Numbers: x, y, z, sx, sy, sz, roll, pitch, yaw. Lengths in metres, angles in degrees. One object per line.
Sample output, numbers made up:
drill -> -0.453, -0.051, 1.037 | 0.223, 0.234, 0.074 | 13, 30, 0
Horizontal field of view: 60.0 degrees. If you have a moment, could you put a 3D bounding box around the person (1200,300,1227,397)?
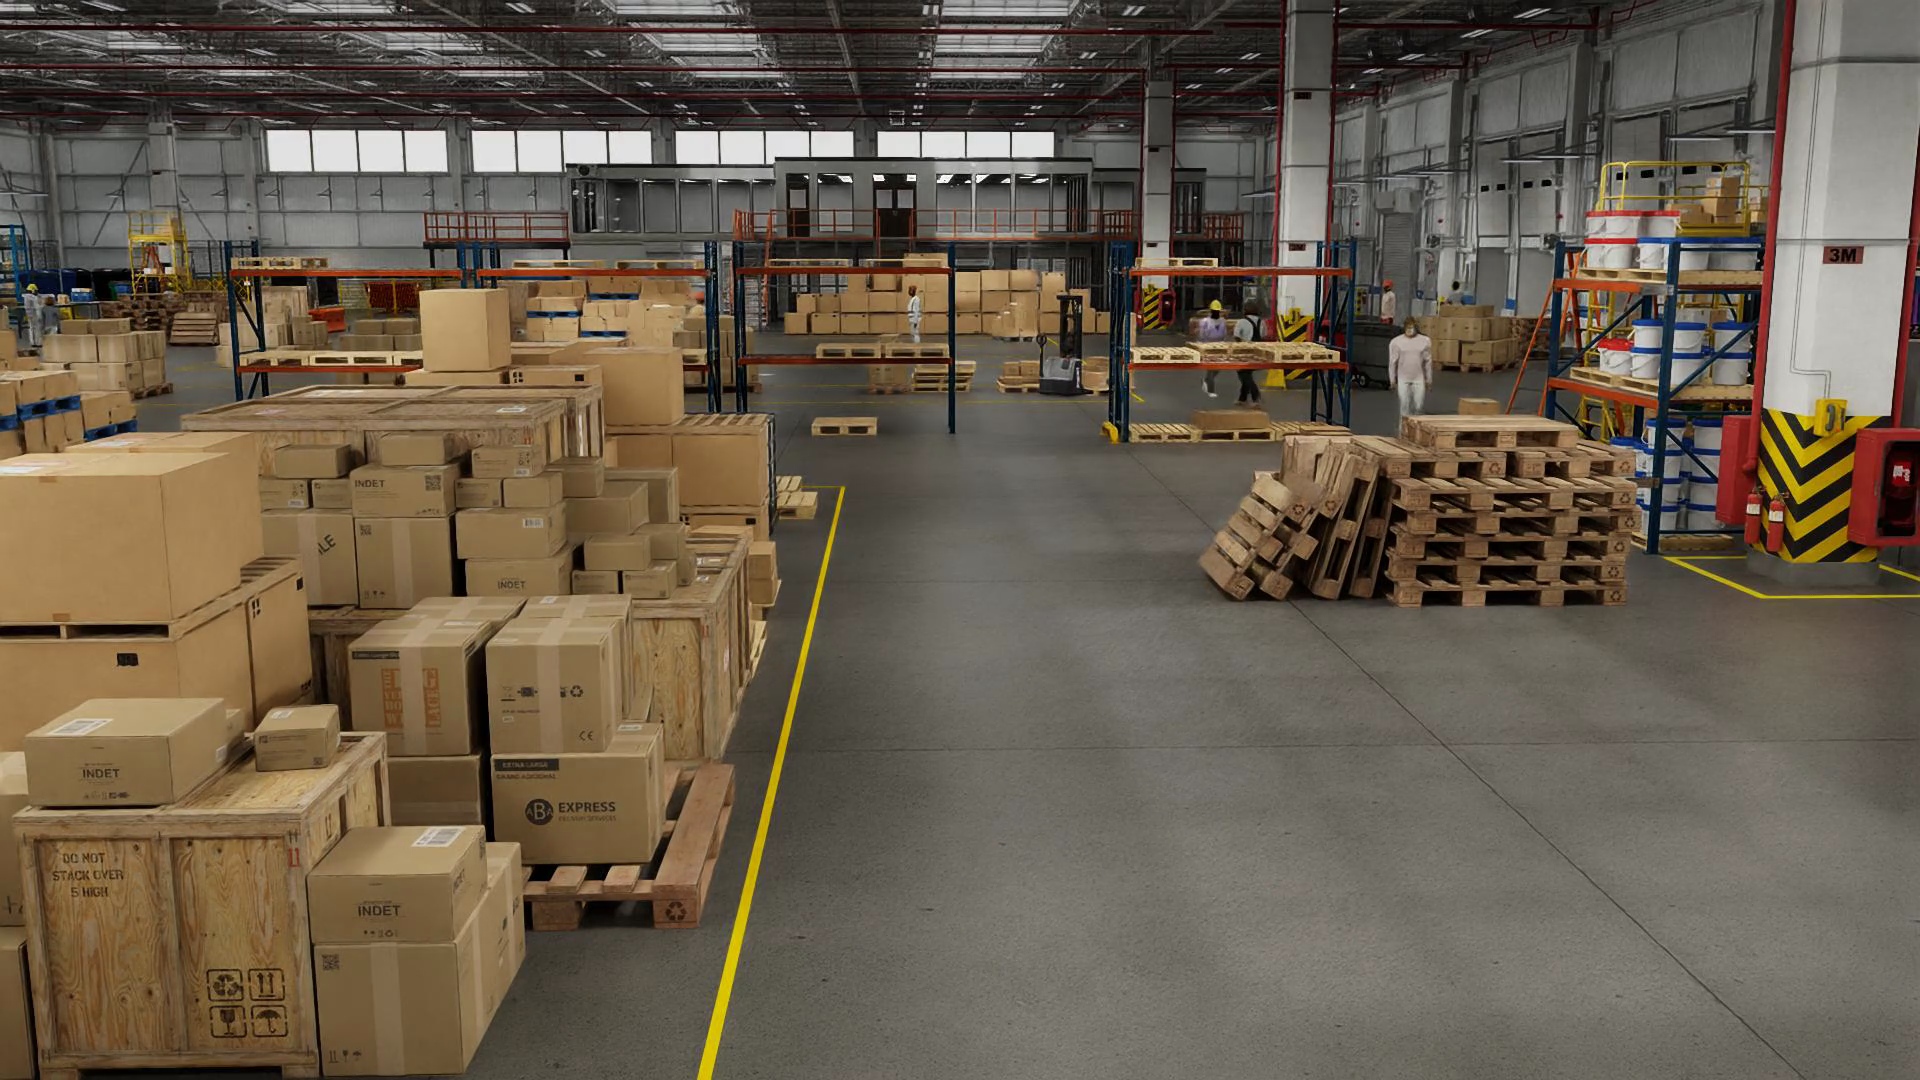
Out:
person -> 4.939, -3.763, 32.658 | 0.606, 1.904, 0.647 | -4, 11, -23

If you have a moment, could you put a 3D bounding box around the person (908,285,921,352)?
person -> -1.223, -5.835, 44.300 | 0.351, 1.878, 0.568 | -3, 11, -18

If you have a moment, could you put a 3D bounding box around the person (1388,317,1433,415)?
person -> 6.777, -2.403, 25.097 | 0.686, 1.899, 0.626 | 1, 10, 6

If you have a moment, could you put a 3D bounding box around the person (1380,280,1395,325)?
person -> 11.625, -6.085, 45.375 | 0.426, 1.984, 0.670 | -2, 10, -11

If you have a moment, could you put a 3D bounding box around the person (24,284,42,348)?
person -> -26.442, -6.396, 47.532 | 0.586, 1.833, 0.403 | 6, 12, 31

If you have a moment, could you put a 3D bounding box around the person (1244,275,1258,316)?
person -> 9.813, -8.017, 56.238 | 0.605, 1.948, 0.389 | -8, 13, -36

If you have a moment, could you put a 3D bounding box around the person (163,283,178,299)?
person -> -25.605, -7.483, 53.961 | 0.504, 1.695, 0.846 | -5, 11, -26

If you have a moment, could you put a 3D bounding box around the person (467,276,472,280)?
person -> -17.271, -8.320, 58.220 | 0.655, 1.837, 0.461 | -1, 10, -6

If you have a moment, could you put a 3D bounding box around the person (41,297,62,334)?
person -> -23.879, -5.584, 43.730 | 0.507, 1.601, 0.838 | 1, 10, 4

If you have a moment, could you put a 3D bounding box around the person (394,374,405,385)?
person -> -5.282, -0.688, 15.854 | 0.923, 1.782, 0.651 | -7, 12, -35

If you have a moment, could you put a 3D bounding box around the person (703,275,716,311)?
person -> -8.878, -8.525, 59.198 | 0.464, 1.899, 0.615 | 7, 12, 34

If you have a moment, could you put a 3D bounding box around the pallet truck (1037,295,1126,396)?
pallet truck -> 2.483, -3.881, 33.060 | 1.885, 1.965, 0.823 | -7, 13, -36

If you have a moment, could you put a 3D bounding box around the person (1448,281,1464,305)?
person -> 15.195, -7.014, 50.943 | 0.523, 1.852, 0.784 | -1, 10, -4

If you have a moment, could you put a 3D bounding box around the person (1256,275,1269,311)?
person -> 13.225, -10.918, 72.828 | 0.632, 1.805, 0.939 | -4, 11, -20

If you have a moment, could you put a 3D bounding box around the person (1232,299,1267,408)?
person -> 5.323, -3.425, 30.401 | 0.684, 2.000, 0.861 | -8, 13, -36

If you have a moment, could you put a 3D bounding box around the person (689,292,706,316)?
person -> -5.921, -4.739, 38.145 | 0.569, 1.882, 0.976 | 5, 11, 27
